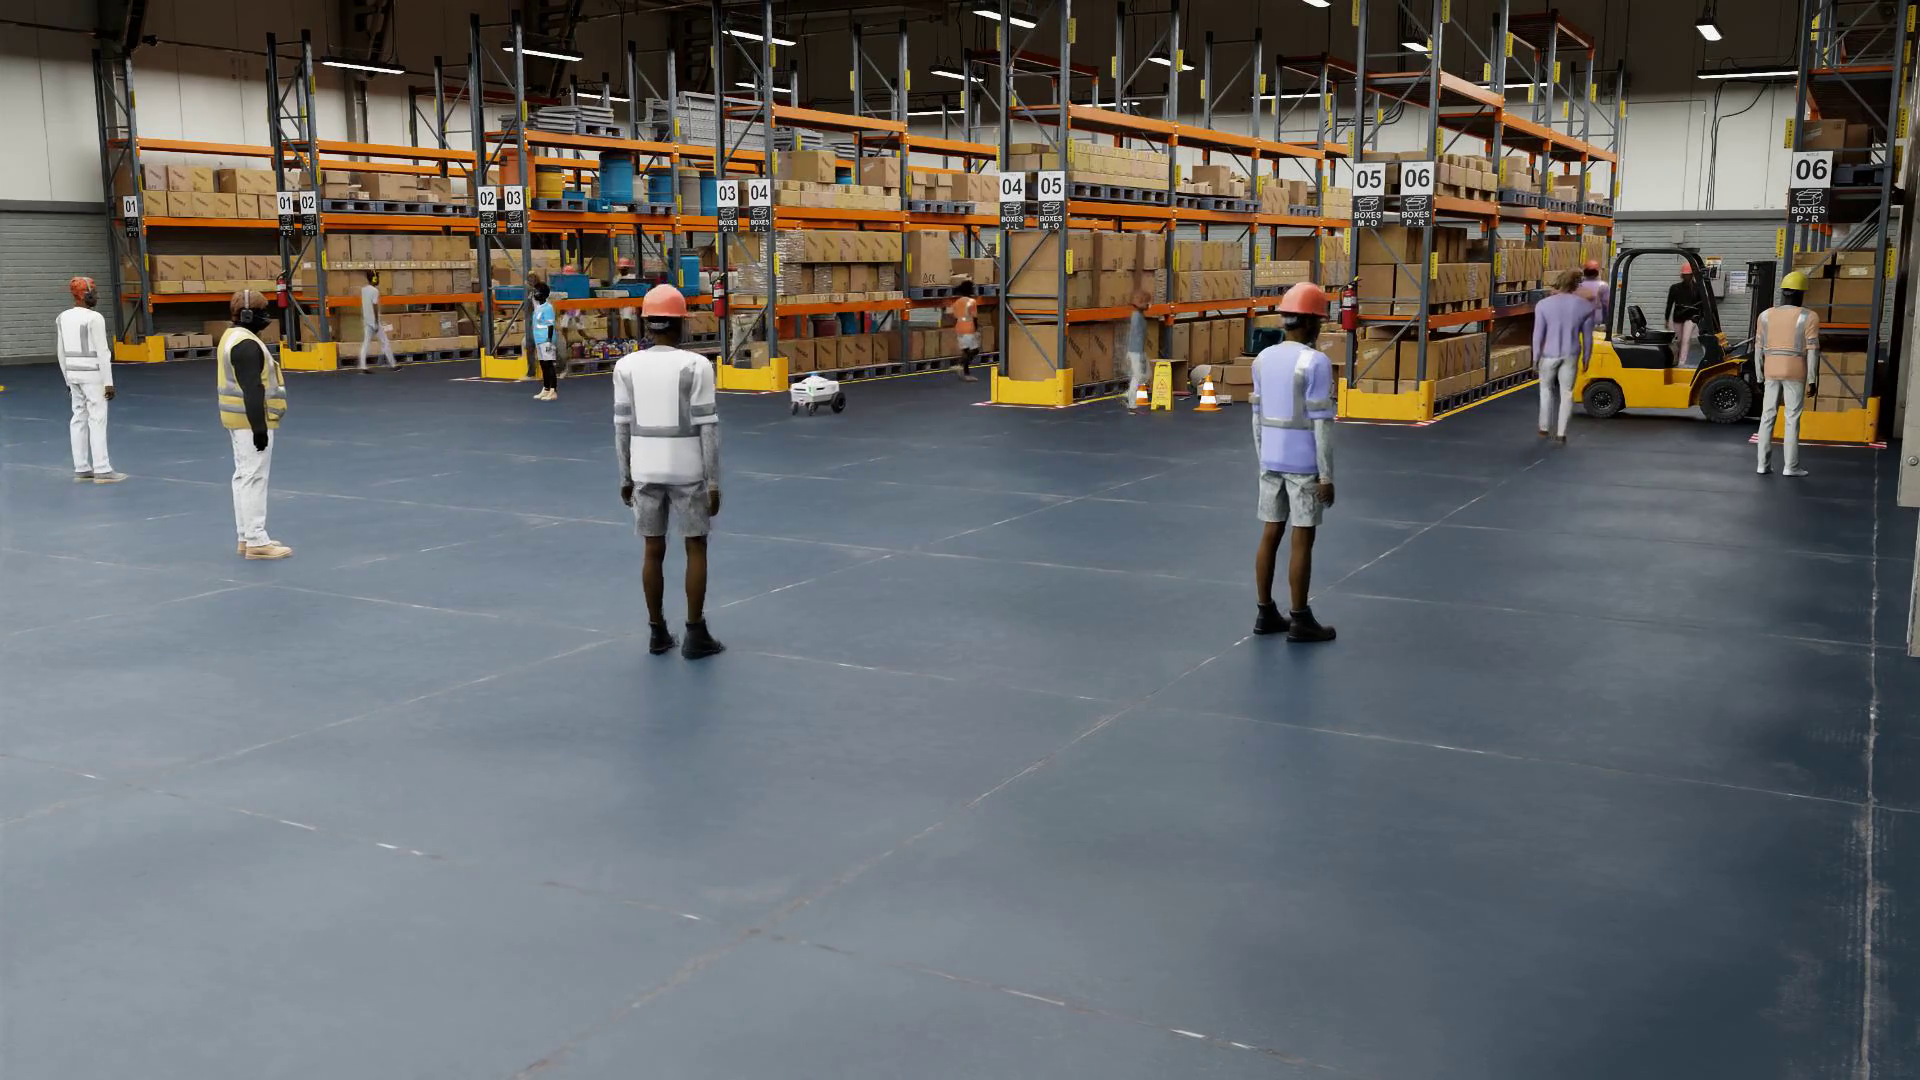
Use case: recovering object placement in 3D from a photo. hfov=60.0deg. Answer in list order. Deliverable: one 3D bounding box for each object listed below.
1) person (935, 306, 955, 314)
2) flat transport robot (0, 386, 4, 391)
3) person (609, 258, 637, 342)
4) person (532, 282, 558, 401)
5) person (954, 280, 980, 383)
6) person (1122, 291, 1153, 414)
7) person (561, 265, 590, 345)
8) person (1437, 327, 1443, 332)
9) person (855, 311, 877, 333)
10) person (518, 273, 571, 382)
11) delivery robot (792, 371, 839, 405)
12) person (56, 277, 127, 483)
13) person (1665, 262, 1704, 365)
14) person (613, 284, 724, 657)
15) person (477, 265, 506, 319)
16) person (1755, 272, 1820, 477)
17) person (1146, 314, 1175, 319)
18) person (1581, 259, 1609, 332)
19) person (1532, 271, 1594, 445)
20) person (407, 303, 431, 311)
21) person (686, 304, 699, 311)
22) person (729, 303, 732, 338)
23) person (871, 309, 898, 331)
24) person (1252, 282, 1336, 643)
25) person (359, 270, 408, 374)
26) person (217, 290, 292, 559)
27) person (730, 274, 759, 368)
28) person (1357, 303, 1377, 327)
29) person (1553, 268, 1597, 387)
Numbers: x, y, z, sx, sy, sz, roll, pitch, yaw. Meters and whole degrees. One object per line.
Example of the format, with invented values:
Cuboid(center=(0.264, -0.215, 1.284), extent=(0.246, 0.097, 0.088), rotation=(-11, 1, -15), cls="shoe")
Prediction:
Cuboid(center=(-0.243, -5.492, 38.864), extent=(0.649, 1.879, 1.031), rotation=(5, 11, 25), cls="person")
Cuboid(center=(-15.166, -2.287, 24.801), extent=(0.652, 0.197, 1.431), rotation=(7, 12, 35), cls="flat transport robot")
Cuboid(center=(-7.282, -5.059, 35.895), extent=(0.607, 2.017, 0.831), rotation=(6, 11, 30), cls="person")
Cuboid(center=(-5.984, -2.849, 23.926), extent=(0.315, 1.696, 0.541), rotation=(-6, 11, -32), cls="person")
Cuboid(center=(0.088, -3.405, 27.173), extent=(0.479, 1.687, 0.547), rotation=(-8, 12, -37), cls="person")
Cuboid(center=(2.369, -2.457, 21.849), extent=(0.341, 1.616, 0.502), rotation=(3, 10, 14), cls="person")
Cuboid(center=(-7.811, -4.613, 33.712), extent=(0.564, 1.896, 0.995), rotation=(7, 12, 35), cls="person")
Cuboid(center=(10.903, -5.300, 37.878), extent=(0.582, 1.841, 0.519), rotation=(3, 10, 18), cls="person")
Cuboid(center=(-2.019, -4.821, 35.373), extent=(0.532, 1.742, 0.790), rotation=(5, 11, 25), cls="person")
Cuboid(center=(-6.932, -3.523, 27.581), extent=(0.811, 1.801, 0.547), rotation=(-6, 11, -31), cls="person")
Cuboid(center=(-1.904, -1.975, 21.871), extent=(0.477, 0.478, 0.707), rotation=(6, 11, 30), cls="delivery robot")
Cuboid(center=(-7.984, -1.459, 15.238), extent=(0.585, 1.882, 0.337), rotation=(4, 11, 24), cls="person")
Cuboid(center=(12.919, -3.959, 29.642), extent=(0.631, 1.966, 0.875), rotation=(7, 12, 35), cls="person")
Cuboid(center=(-1.500, -0.345, 8.627), extent=(0.589, 1.928, 0.386), rotation=(2, 10, 9), cls="person")
Cuboid(center=(-10.479, -5.222, 37.314), extent=(0.622, 1.862, 1.001), rotation=(6, 11, 30), cls="person")
Cuboid(center=(7.793, -1.556, 15.683), extent=(0.371, 1.927, 0.588), rotation=(-8, 12, -39), cls="person")
Cuboid(center=(4.021, -4.542, 33.086), extent=(0.635, 1.948, 0.527), rotation=(5, 11, 25), cls="person")
Cuboid(center=(10.626, -3.728, 28.124), extent=(0.624, 2.024, 0.736), rotation=(6, 11, 30), cls="person")
Cuboid(center=(6.706, -2.039, 18.576), extent=(0.654, 1.901, 0.896), rotation=(2, 10, 12), cls="person")
Cuboid(center=(-11.221, -4.708, 34.410), extent=(0.602, 1.830, 0.404), rotation=(5, 11, 25), cls="person")
Cuboid(center=(-6.973, -6.195, 42.875), extent=(0.607, 1.932, 1.079), rotation=(7, 12, 34), cls="person")
Cuboid(center=(-5.002, -4.987, 36.606), extent=(0.512, 1.642, 0.311), rotation=(1, 10, 8), cls="person")
Cuboid(center=(-1.522, -4.359, 32.728), extent=(0.500, 1.708, 0.817), rotation=(3, 10, 19), cls="person")
Cuboid(center=(1.821, -0.416, 8.977), extent=(0.375, 1.934, 0.560), rotation=(-7, 12, -34), cls="person")
Cuboid(center=(-10.297, -3.849, 29.412), extent=(0.524, 1.829, 0.919), rotation=(6, 12, 33), cls="person")
Cuboid(center=(-4.863, -0.794, 11.470), extent=(0.429, 1.842, 0.630), rotation=(-6, 11, -30), cls="person")
Cuboid(center=(-3.672, -3.595, 28.028), extent=(0.594, 1.785, 0.914), rotation=(3, 10, 19), cls="person")
Cuboid(center=(9.369, -5.456, 38.185), extent=(1.080, 2.000, 0.688), rotation=(4, 11, 23), cls="person")
Cuboid(center=(9.545, -3.278, 25.866), extent=(0.647, 1.892, 0.480), rotation=(5, 11, 28), cls="person")
